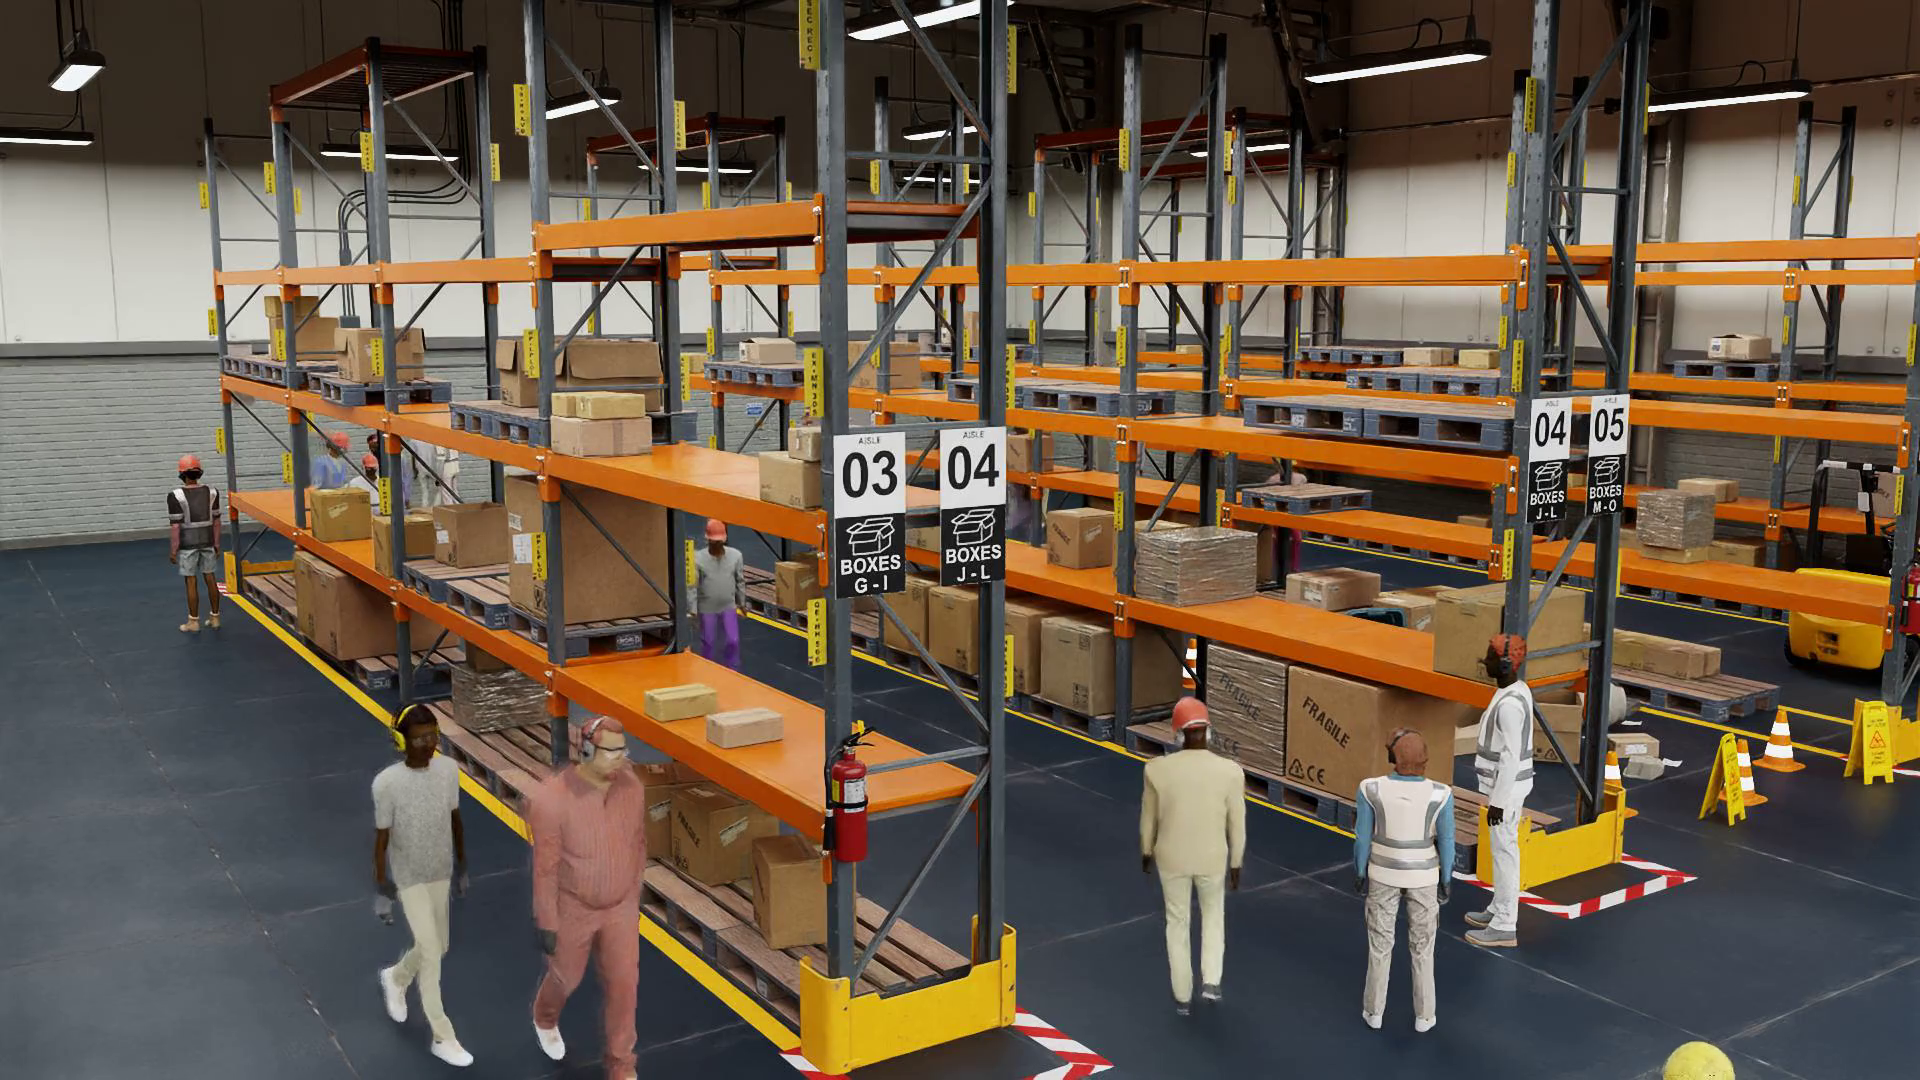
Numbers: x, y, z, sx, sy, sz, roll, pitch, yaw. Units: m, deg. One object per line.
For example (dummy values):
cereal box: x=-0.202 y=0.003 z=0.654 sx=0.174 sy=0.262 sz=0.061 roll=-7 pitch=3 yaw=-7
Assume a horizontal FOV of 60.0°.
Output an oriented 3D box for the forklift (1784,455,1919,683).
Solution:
forklift: x=9.643 y=0.253 z=17.172 sx=2.313 sy=2.155 sz=1.214 roll=-6 pitch=10 yaw=-33

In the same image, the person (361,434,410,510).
person: x=-8.230 y=-0.582 z=23.752 sx=0.620 sy=1.881 sz=0.665 roll=1 pitch=9 yaw=8

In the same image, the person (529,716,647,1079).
person: x=-1.838 y=1.766 z=8.184 sx=0.651 sy=1.876 sz=0.892 roll=-7 pitch=11 yaw=-40

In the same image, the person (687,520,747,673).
person: x=-2.326 y=0.653 z=16.076 sx=0.624 sy=1.717 sz=0.739 roll=-4 pitch=9 yaw=-24

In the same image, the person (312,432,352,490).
person: x=-8.581 y=-0.494 z=22.910 sx=1.058 sy=1.962 sz=0.684 roll=1 pitch=9 yaw=10

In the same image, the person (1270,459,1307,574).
person: x=4.444 y=-0.320 z=22.465 sx=0.543 sy=1.745 sz=0.705 roll=0 pitch=9 yaw=-1

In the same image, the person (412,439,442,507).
person: x=-8.794 y=-1.125 z=27.500 sx=0.545 sy=1.851 sz=0.502 roll=-1 pitch=9 yaw=-9

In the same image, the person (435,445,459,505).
person: x=-8.330 y=-1.091 z=26.994 sx=0.361 sy=1.930 sz=0.587 roll=2 pitch=9 yaw=11

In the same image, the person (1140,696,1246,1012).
person: x=1.263 y=1.704 z=9.073 sx=0.560 sy=1.724 sz=0.436 roll=1 pitch=9 yaw=4

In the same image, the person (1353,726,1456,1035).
person: x=2.333 y=1.791 z=8.756 sx=0.522 sy=1.642 sz=0.306 roll=2 pitch=9 yaw=14

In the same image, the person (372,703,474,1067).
person: x=-2.795 y=1.721 z=8.567 sx=0.806 sy=1.849 sz=0.519 roll=7 pitch=11 yaw=38

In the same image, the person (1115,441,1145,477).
person: x=2.885 y=-1.250 z=28.386 sx=0.600 sy=1.827 sz=0.403 roll=-6 pitch=10 yaw=-33

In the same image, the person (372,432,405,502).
person: x=-7.880 y=-0.535 z=22.965 sx=0.395 sy=2.036 sz=0.601 roll=-1 pitch=9 yaw=-8

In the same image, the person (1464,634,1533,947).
person: x=3.246 y=1.488 z=9.975 sx=0.355 sy=1.884 sz=0.575 roll=3 pitch=9 yaw=18

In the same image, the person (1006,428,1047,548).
person: x=0.957 y=-0.847 z=25.004 sx=0.773 sy=2.000 sz=0.694 roll=0 pitch=9 yaw=1

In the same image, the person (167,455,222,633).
person: x=-8.775 y=0.046 z=19.061 sx=0.393 sy=2.039 sz=0.632 roll=6 pitch=10 yaw=35

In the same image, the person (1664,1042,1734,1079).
person: x=2.199 y=2.318 z=5.019 sx=0.508 sy=1.709 sz=0.838 roll=7 pitch=11 yaw=40

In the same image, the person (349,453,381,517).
person: x=-7.849 y=-0.285 z=22.205 sx=0.560 sy=1.753 sz=0.328 roll=-6 pitch=11 yaw=-37
